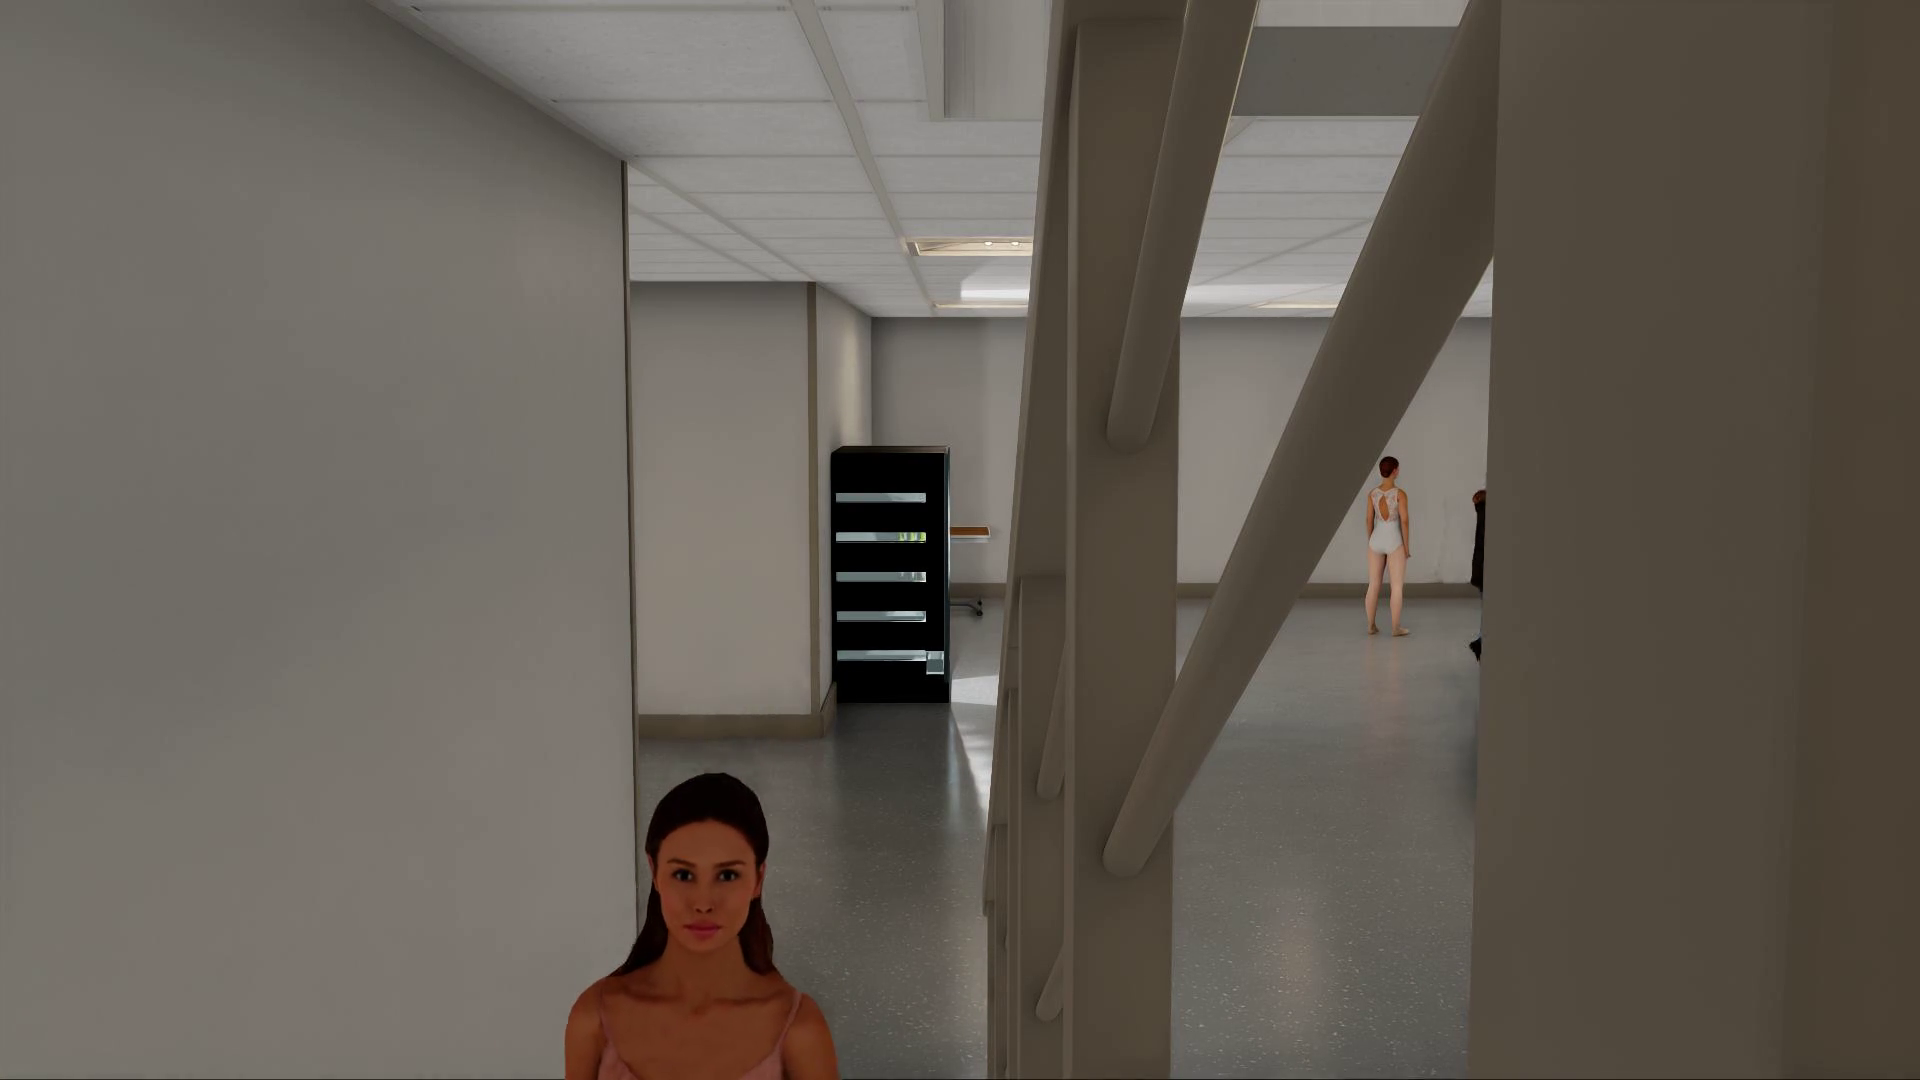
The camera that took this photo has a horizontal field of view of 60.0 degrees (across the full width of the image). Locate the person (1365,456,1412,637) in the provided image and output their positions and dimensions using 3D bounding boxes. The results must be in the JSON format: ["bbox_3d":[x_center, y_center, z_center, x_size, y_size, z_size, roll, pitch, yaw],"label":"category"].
[{"bbox_3d":[3.923,0.051,15.287,0.617,1.643,0.652,5,7,38],"label":"person"}]

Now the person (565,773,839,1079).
[{"bbox_3d":[-0.382,1.243,2.558,0.606,1.821,0.653,0,6,2],"label":"person"}]
